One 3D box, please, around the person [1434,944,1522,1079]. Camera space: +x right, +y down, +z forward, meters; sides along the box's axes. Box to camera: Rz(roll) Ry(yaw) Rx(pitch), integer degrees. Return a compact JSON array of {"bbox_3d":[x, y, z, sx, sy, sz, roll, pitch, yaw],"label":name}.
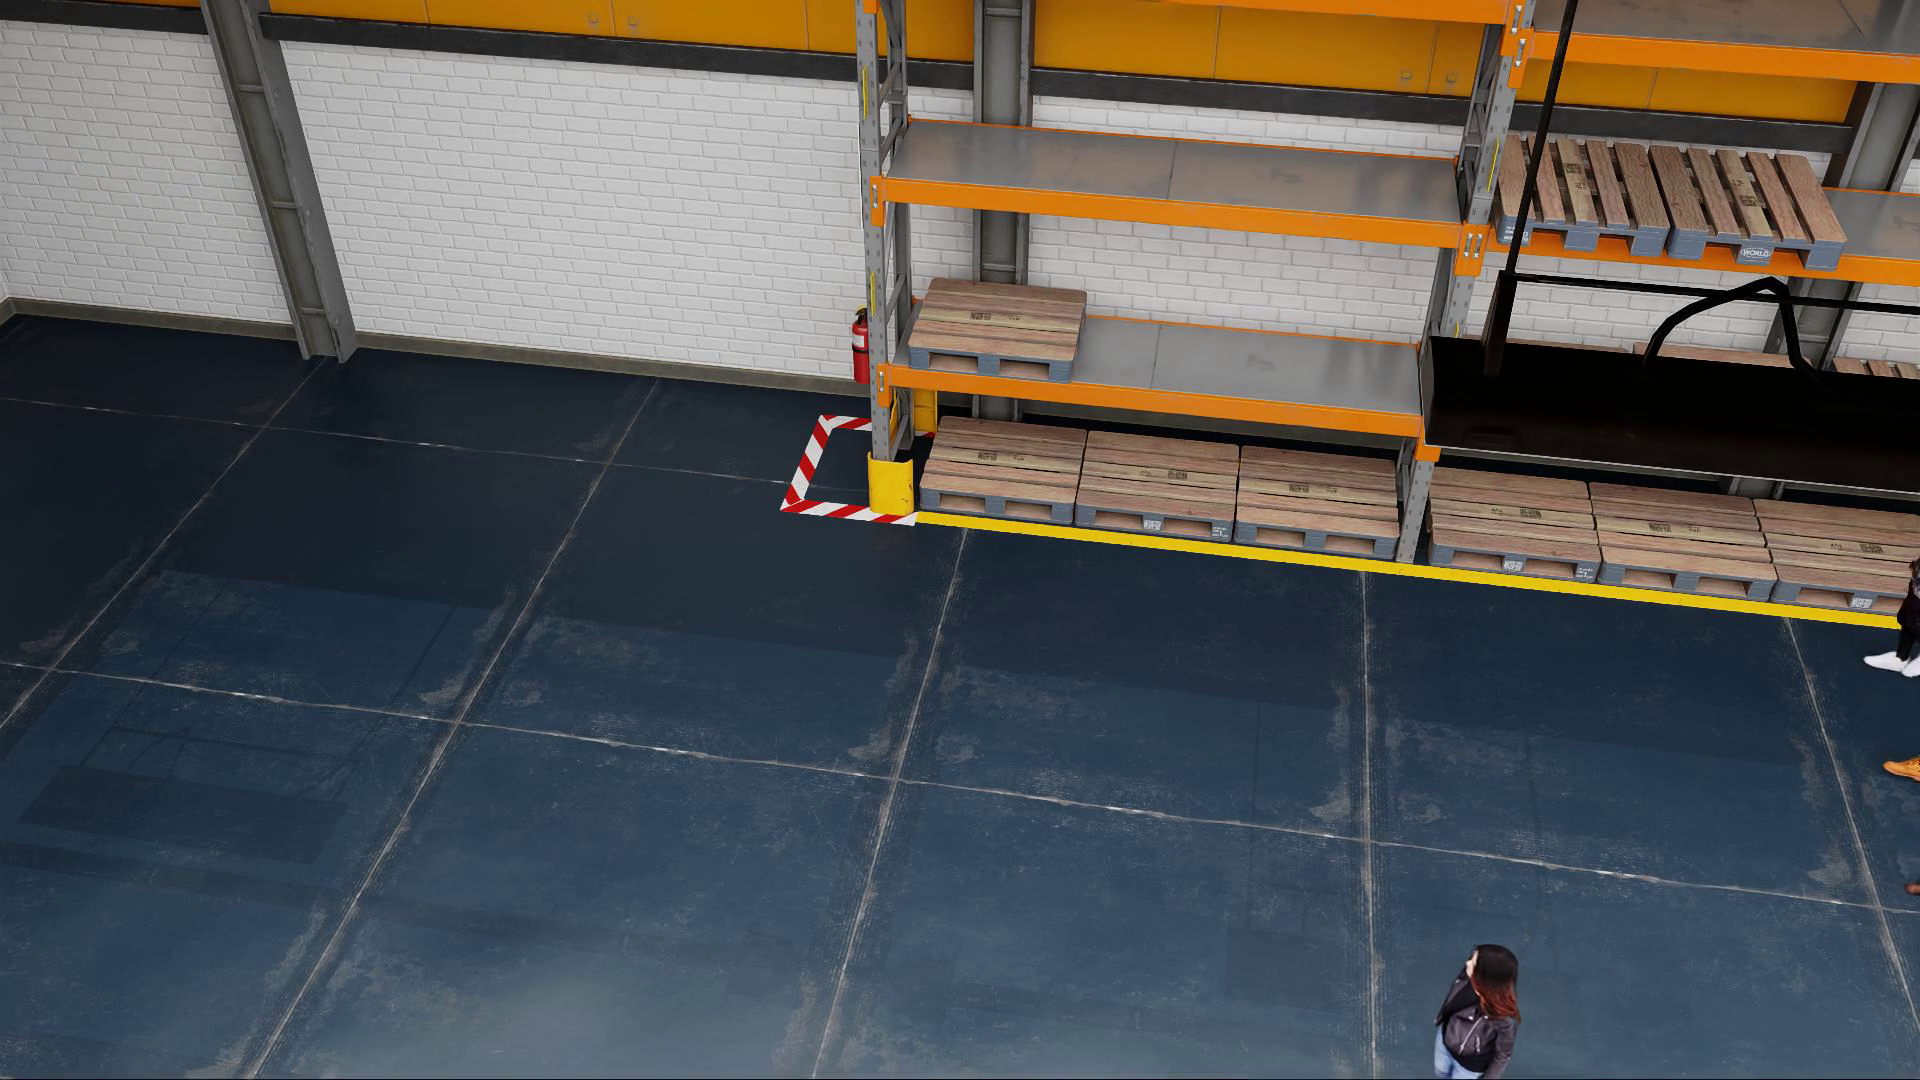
[{"bbox_3d":[2.508,2.523,8.213,0.677,1.631,0.703,-6,39,-8],"label":"person"}]
